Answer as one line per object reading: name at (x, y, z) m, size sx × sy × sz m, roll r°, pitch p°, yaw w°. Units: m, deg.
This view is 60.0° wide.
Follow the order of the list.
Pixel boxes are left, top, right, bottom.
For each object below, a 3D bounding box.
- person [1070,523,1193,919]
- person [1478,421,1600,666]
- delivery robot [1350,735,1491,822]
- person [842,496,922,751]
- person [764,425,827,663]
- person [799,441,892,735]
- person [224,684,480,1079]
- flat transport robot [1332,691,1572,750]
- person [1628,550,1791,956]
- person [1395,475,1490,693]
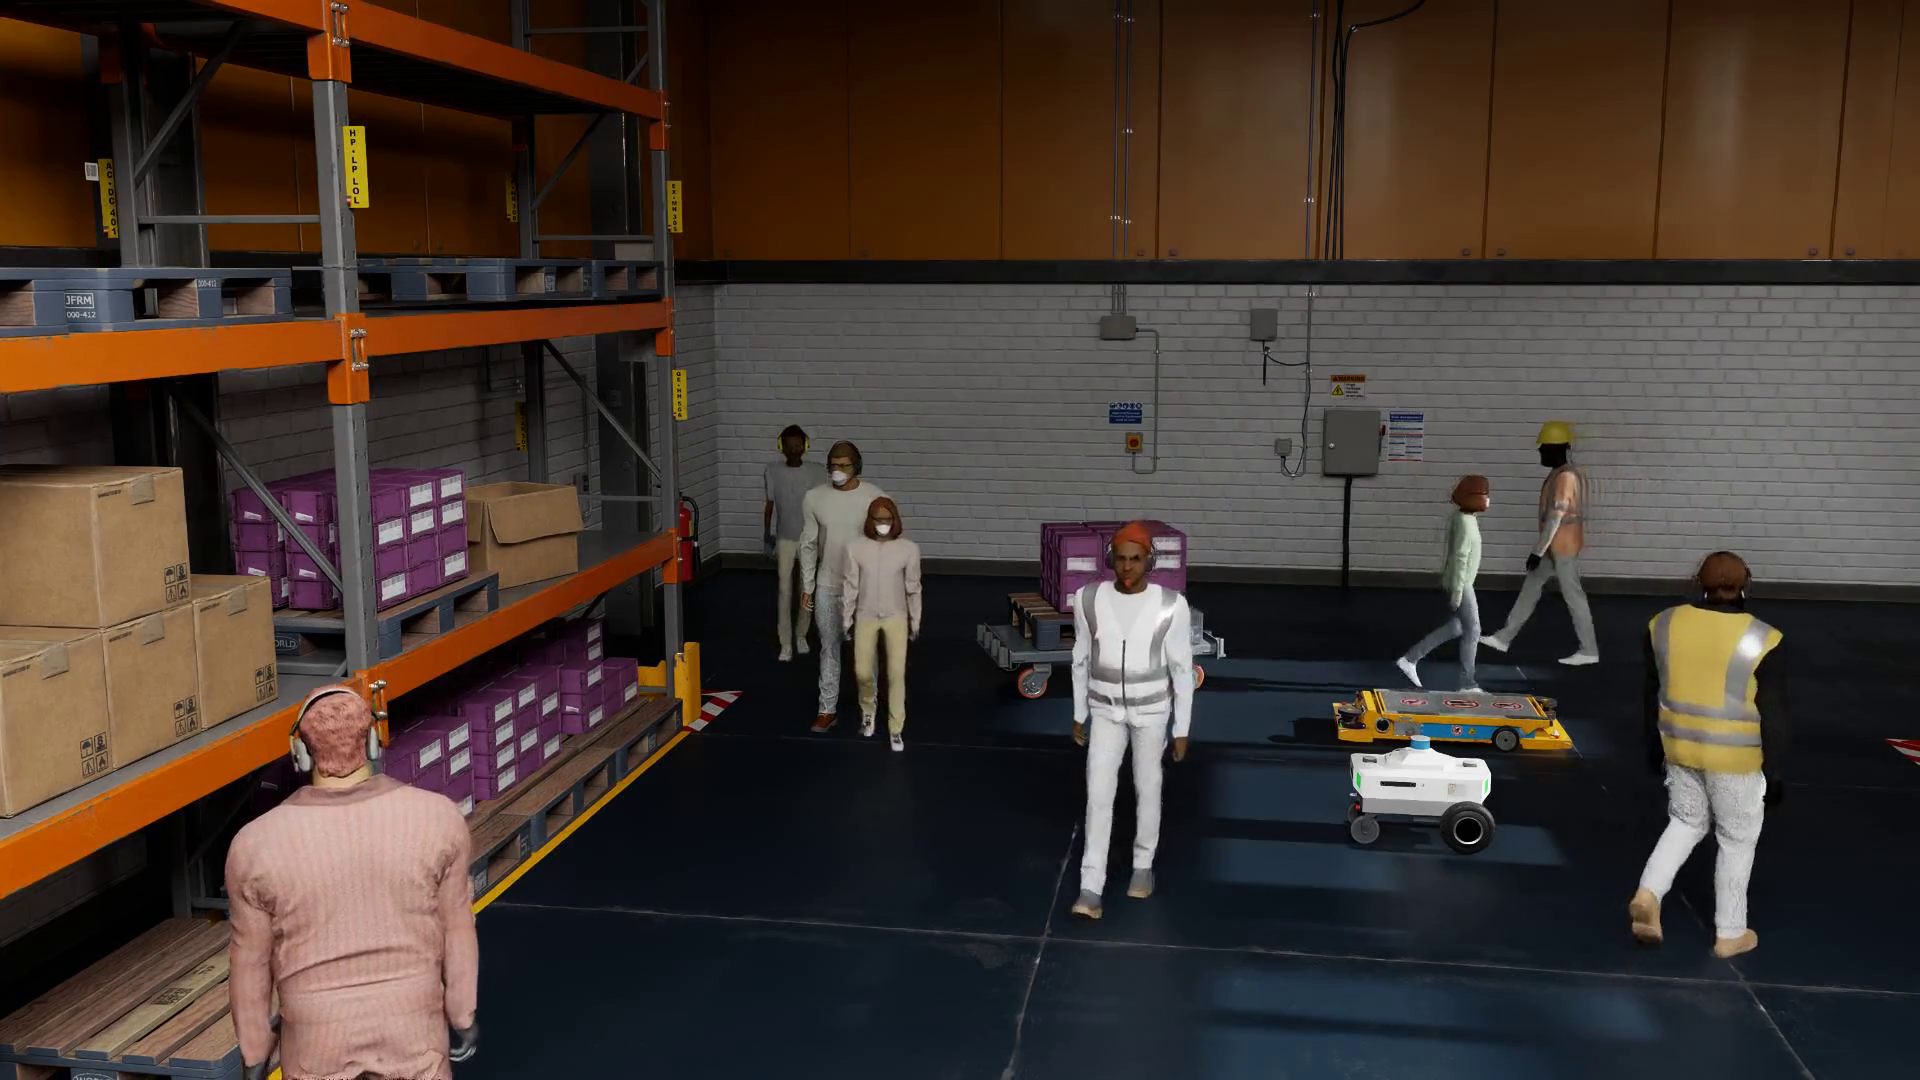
person at (0.779, 0.859, 7.797) m, size 0.595 × 1.842 × 0.897 m, roll 2°, pitch 10°, yaw 14°
person at (4.498, 0.033, 12.801) m, size 0.971 × 1.880 × 0.592 m, roll 2°, pitch 9°, yaw 11°
delivery robot at (2.440, 1.284, 8.855) m, size 0.707 × 0.478 × 0.477 m, roll 1°, pitch 9°, yaw 9°
person at (-0.495, 0.512, 10.649) m, size 0.503 × 1.614 × 0.502 m, roll 0°, pitch 9°, yaw 1°
person at (-1.248, 0.030, 12.941) m, size 0.540 × 1.832 × 0.868 m, roll -1°, pitch 9°, yaw -7°
person at (-0.741, 0.312, 10.888) m, size 0.638 × 1.936 × 0.356 m, roll 1°, pitch 9°, yaw 9°
person at (-1.682, 1.341, 4.652) m, size 0.659 × 1.902 × 0.398 m, roll -4°, pitch 10°, yaw -22°
flat transport robot at (3.174, 1.155, 10.818) m, size 1.431 × 0.197 × 0.652 m, roll 1°, pitch 9°, yaw 9°
person at (3.282, 0.955, 7.300) m, size 0.585 × 1.822 × 0.653 m, roll -7°, pitch 12°, yaw -38°
person at (3.481, 0.325, 11.831) m, size 0.628 × 1.610 × 0.512 m, roll 2°, pitch 9°, yaw 12°
